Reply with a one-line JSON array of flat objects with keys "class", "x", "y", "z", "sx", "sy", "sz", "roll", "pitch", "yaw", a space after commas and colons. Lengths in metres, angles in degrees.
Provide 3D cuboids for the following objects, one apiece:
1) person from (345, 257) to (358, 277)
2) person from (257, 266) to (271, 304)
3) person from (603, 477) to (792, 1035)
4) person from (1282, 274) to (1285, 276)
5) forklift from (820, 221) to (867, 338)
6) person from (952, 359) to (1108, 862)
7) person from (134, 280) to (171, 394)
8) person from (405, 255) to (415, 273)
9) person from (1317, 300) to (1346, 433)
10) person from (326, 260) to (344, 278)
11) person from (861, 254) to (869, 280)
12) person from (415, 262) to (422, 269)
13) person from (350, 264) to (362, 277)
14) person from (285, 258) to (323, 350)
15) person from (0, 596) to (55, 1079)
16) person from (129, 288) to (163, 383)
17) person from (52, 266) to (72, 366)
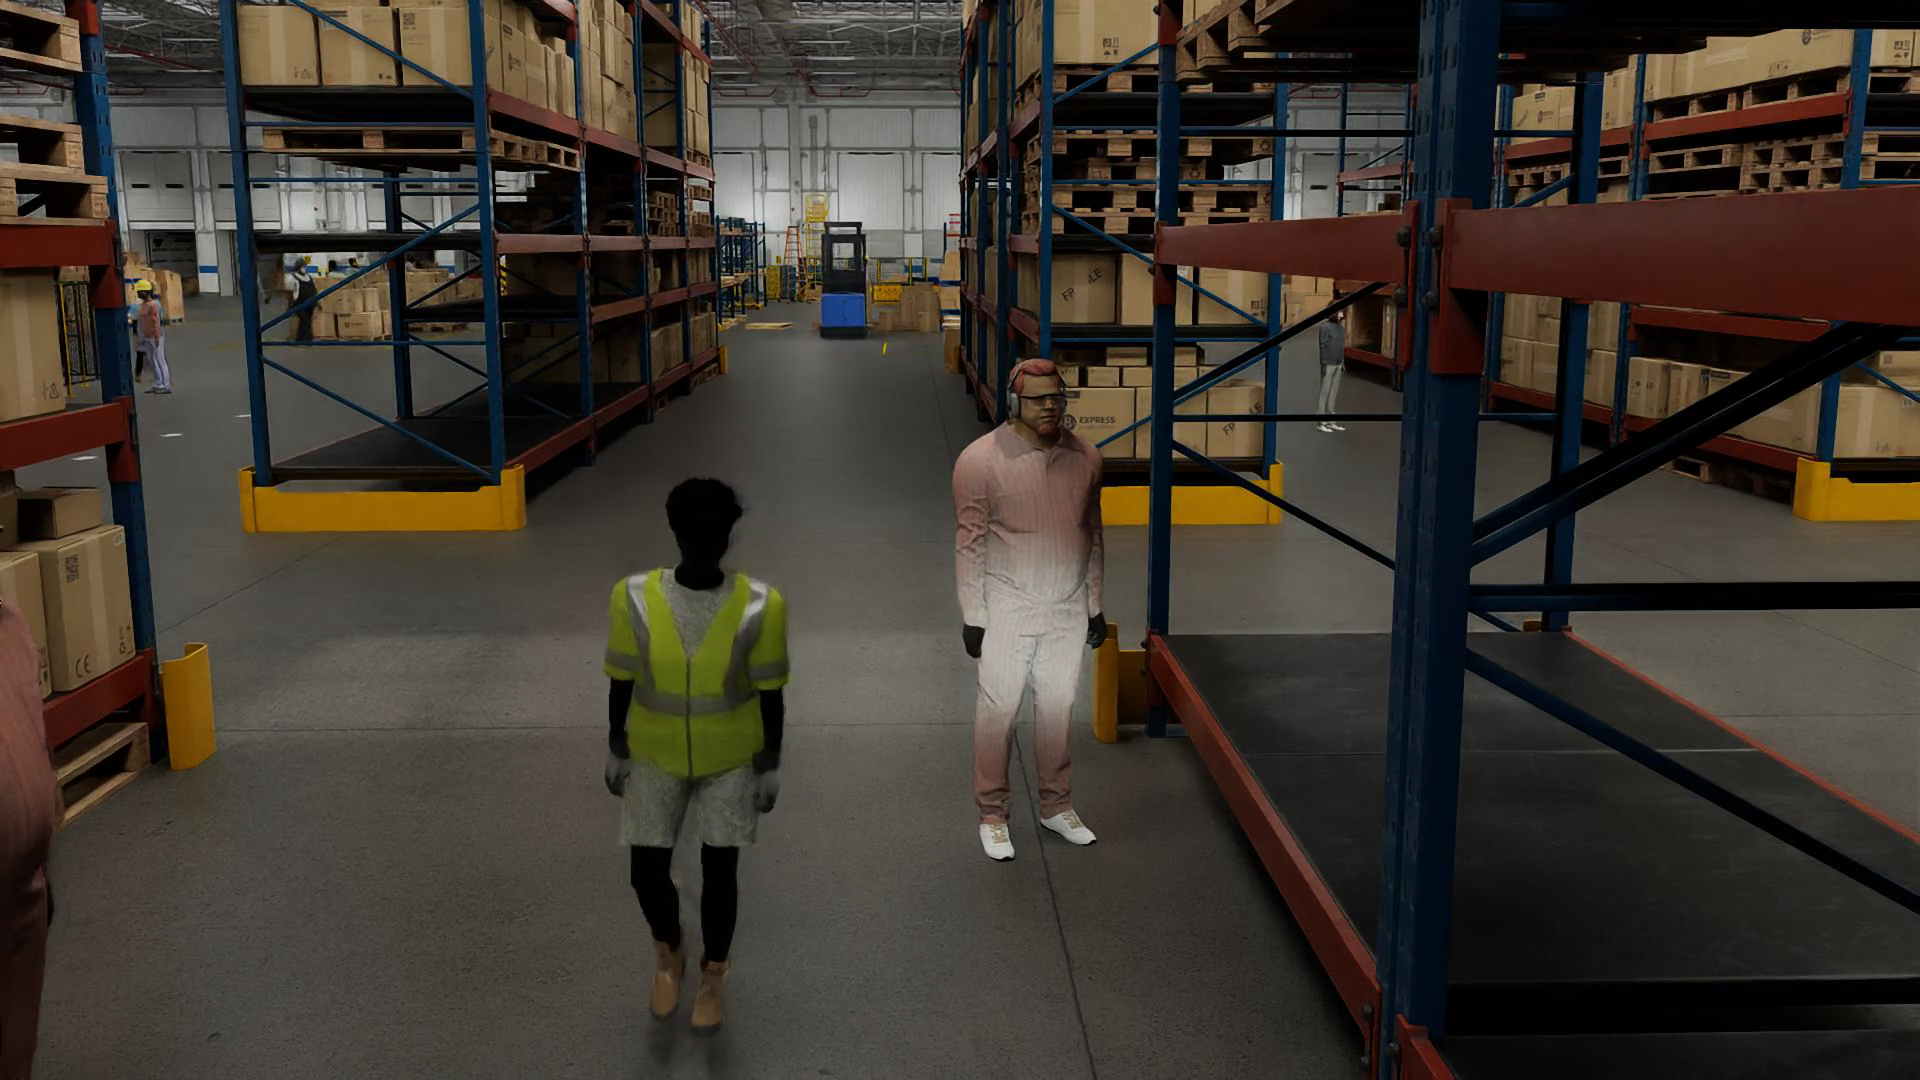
[{"class": "person", "x": -18.144, "y": -7.516, "z": 49.806, "sx": 0.516, "sy": 1.873, "sz": 0.329, "roll": 5, "pitch": 11, "yaw": 25}, {"class": "person", "x": -26.472, "y": -9.813, "z": 62.509, "sx": 0.903, "sy": 1.913, "sz": 0.603, "roll": -10, "pitch": 14, "yaw": -44}, {"class": "person", "x": -0.767, "y": 0.641, "z": 4.867, "sx": 0.563, "sy": 1.681, "sz": 0.378, "roll": 0, "pitch": 10, "yaw": -1}, {"class": "person", "x": 11.289, "y": -9.088, "z": 58.633, "sx": 0.932, "sy": 1.838, "sz": 0.597, "roll": -6, "pitch": 12, "yaw": -31}, {"class": "forklift", "x": -2.836, "y": -6.344, "z": 40.460, "sx": 1.129, "sy": 2.768, "sz": 1.873, "roll": 0, "pitch": 10, "yaw": -2}, {"class": "person", "x": 0.292, "y": 0.261, "z": 6.380, "sx": 0.641, "sy": 1.908, "sz": 0.407, "roll": -5, "pitch": 11, "yaw": -27}, {"class": "person", "x": -12.488, "y": -3.122, "z": 25.655, "sx": 0.525, "sy": 1.756, "sz": 0.361, "roll": 9, "pitch": 14, "yaw": 42}, {"class": "person", "x": -20.660, "y": -9.785, "z": 62.573, "sx": 0.430, "sy": 1.834, "sz": 0.629, "roll": -6, "pitch": 12, "yaw": -30}, {"class": "person", "x": 4.605, "y": -2.147, "z": 20.556, "sx": 0.280, "sy": 1.633, "sz": 0.500, "roll": 9, "pitch": 14, "yaw": 42}, {"class": "person", "x": -15.880, "y": -6.194, "z": 42.424, "sx": 0.963, "sy": 1.881, "sz": 0.592, "roll": 2, "pitch": 10, "yaw": 12}, {"class": "person", "x": -3.259, "y": -8.745, "z": 56.487, "sx": 0.359, "sy": 1.930, "sz": 0.587, "roll": -3, "pitch": 11, "yaw": -15}, {"class": "person", "x": -18.204, "y": -8.514, "z": 55.949, "sx": 0.891, "sy": 1.644, "sz": 0.548, "roll": -10, "pitch": 14, "yaw": -44}, {"class": "person", "x": -20.489, "y": -8.589, "z": 56.258, "sx": 0.489, "sy": 1.693, "sz": 0.913, "roll": 1, "pitch": 10, "yaw": 3}, {"class": "person", "x": -14.371, "y": -5.195, "z": 36.401, "sx": 1.011, "sy": 2.000, "sz": 0.678, "roll": 5, "pitch": 11, "yaw": 26}, {"class": "person", "x": -2.119, "y": 0.782, "z": 3.522, "sx": 0.394, "sy": 1.899, "sz": 0.653, "roll": 1, "pitch": 10, "yaw": 6}, {"class": "person", "x": -13.419, "y": -3.388, "z": 27.412, "sx": 0.892, "sy": 1.647, "sz": 0.554, "roll": 9, "pitch": 13, "yaw": 40}, {"class": "person", "x": -16.973, "y": -4.211, "z": 31.172, "sx": 0.628, "sy": 1.954, "sz": 0.471, "roll": 5, "pitch": 11, "yaw": 25}]
